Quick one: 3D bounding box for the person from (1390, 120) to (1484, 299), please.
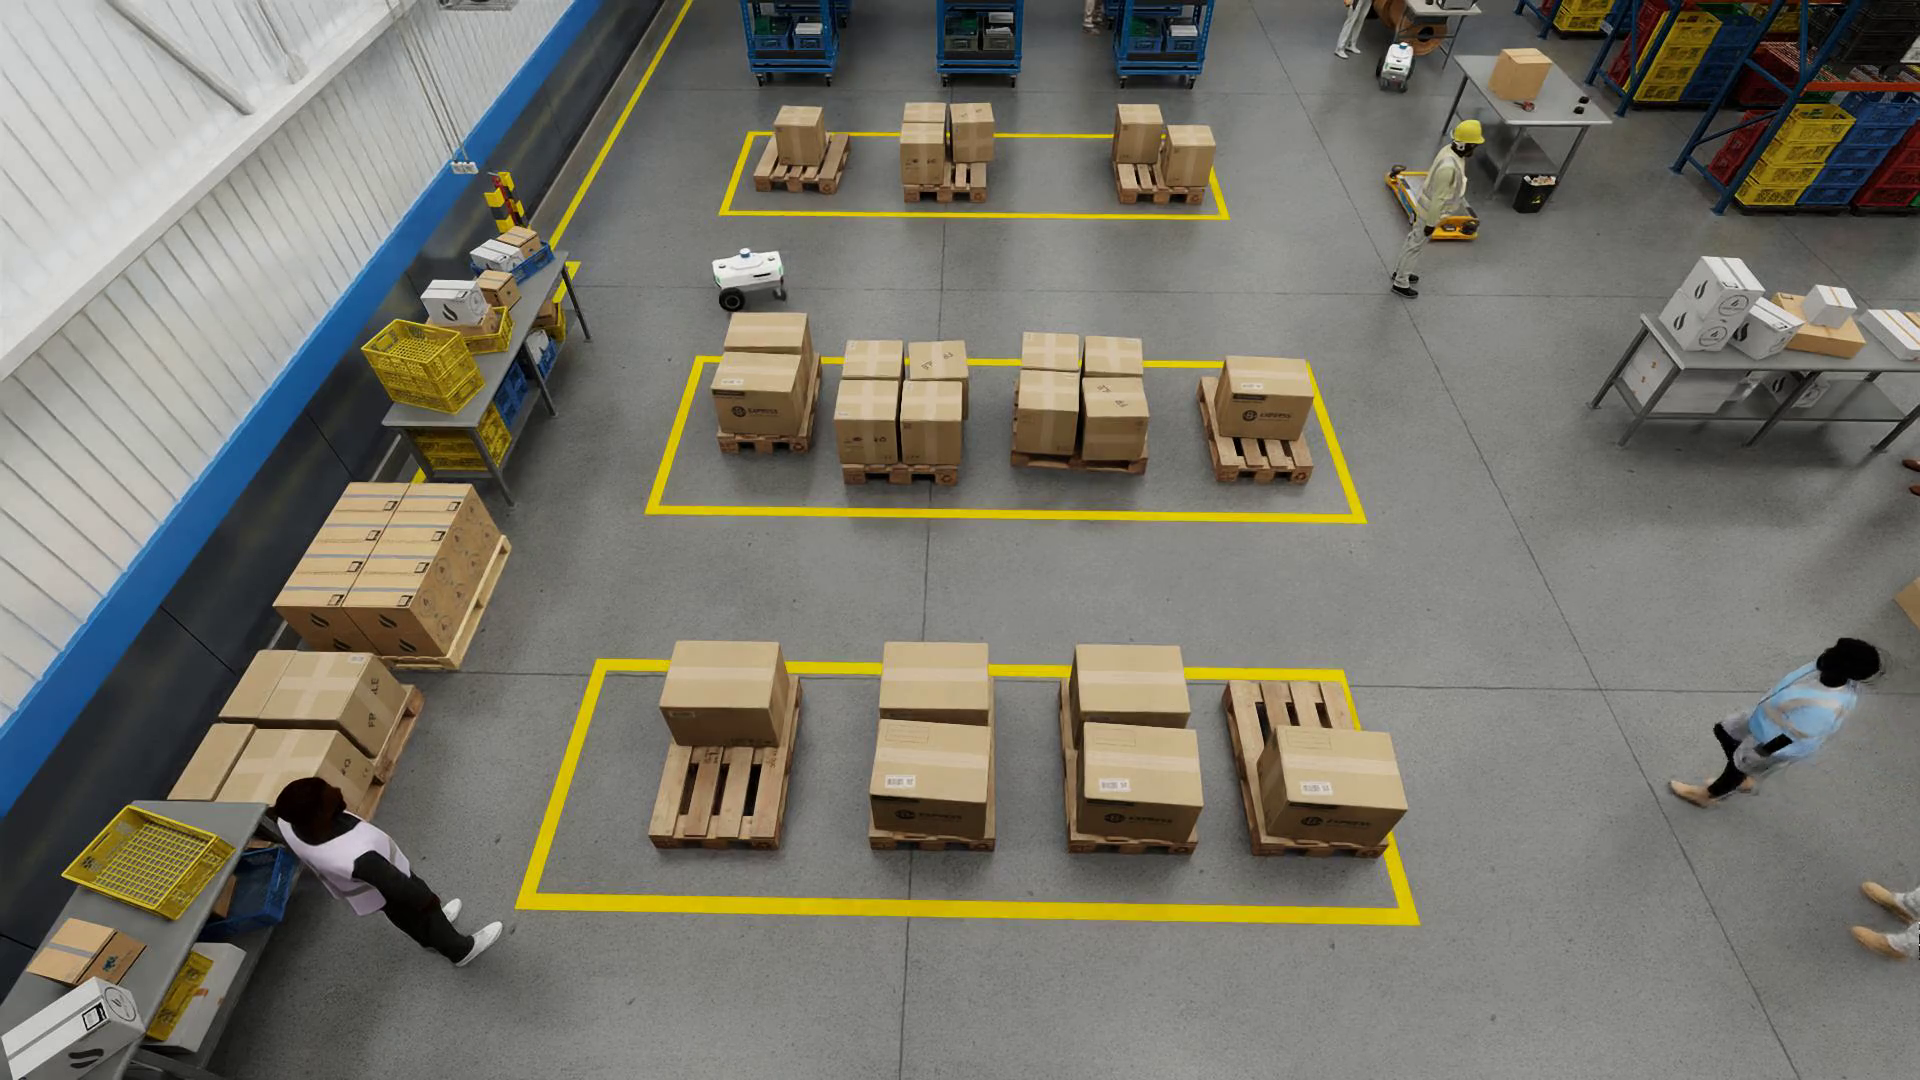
[{"bbox_3d":[4.891,-3.401,9.432,0.403,1.835,0.588,18,51,15],"label":"person"}]

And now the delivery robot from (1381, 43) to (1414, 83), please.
[{"bbox_3d":[6.342,-6.926,13.263,0.477,0.478,0.707,18,51,15],"label":"delivery robot"}]

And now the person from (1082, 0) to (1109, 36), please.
[{"bbox_3d":[2.195,-8.870,14.067,0.401,1.986,0.614,28,55,22],"label":"person"}]

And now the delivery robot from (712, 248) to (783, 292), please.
[{"bbox_3d":[-2.248,-2.861,9.745,0.707,0.478,0.477,-12,50,-11],"label":"delivery robot"}]

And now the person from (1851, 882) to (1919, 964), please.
[{"bbox_3d":[5.656,1.755,4.979,0.432,1.830,0.643,35,58,27],"label":"person"}]

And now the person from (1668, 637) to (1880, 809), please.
[{"bbox_3d":[4.949,1.151,5.585,0.351,1.682,0.552,28,55,22],"label":"person"}]

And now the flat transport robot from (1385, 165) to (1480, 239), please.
[{"bbox_3d":[5.692,-4.094,11.059,0.652,0.197,1.431,1,49,1],"label":"flat transport robot"}]

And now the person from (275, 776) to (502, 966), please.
[{"bbox_3d":[-3.075,1.805,4.872,0.597,1.916,0.371,21,52,17],"label":"person"}]

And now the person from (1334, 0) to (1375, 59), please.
[{"bbox_3d":[5.991,-8.052,13.590,0.513,1.632,0.312,-27,54,-22],"label":"person"}]

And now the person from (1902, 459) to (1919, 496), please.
[{"bbox_3d":[8.545,-1.108,7.401,0.401,1.909,0.641,23,53,19],"label":"person"}]
